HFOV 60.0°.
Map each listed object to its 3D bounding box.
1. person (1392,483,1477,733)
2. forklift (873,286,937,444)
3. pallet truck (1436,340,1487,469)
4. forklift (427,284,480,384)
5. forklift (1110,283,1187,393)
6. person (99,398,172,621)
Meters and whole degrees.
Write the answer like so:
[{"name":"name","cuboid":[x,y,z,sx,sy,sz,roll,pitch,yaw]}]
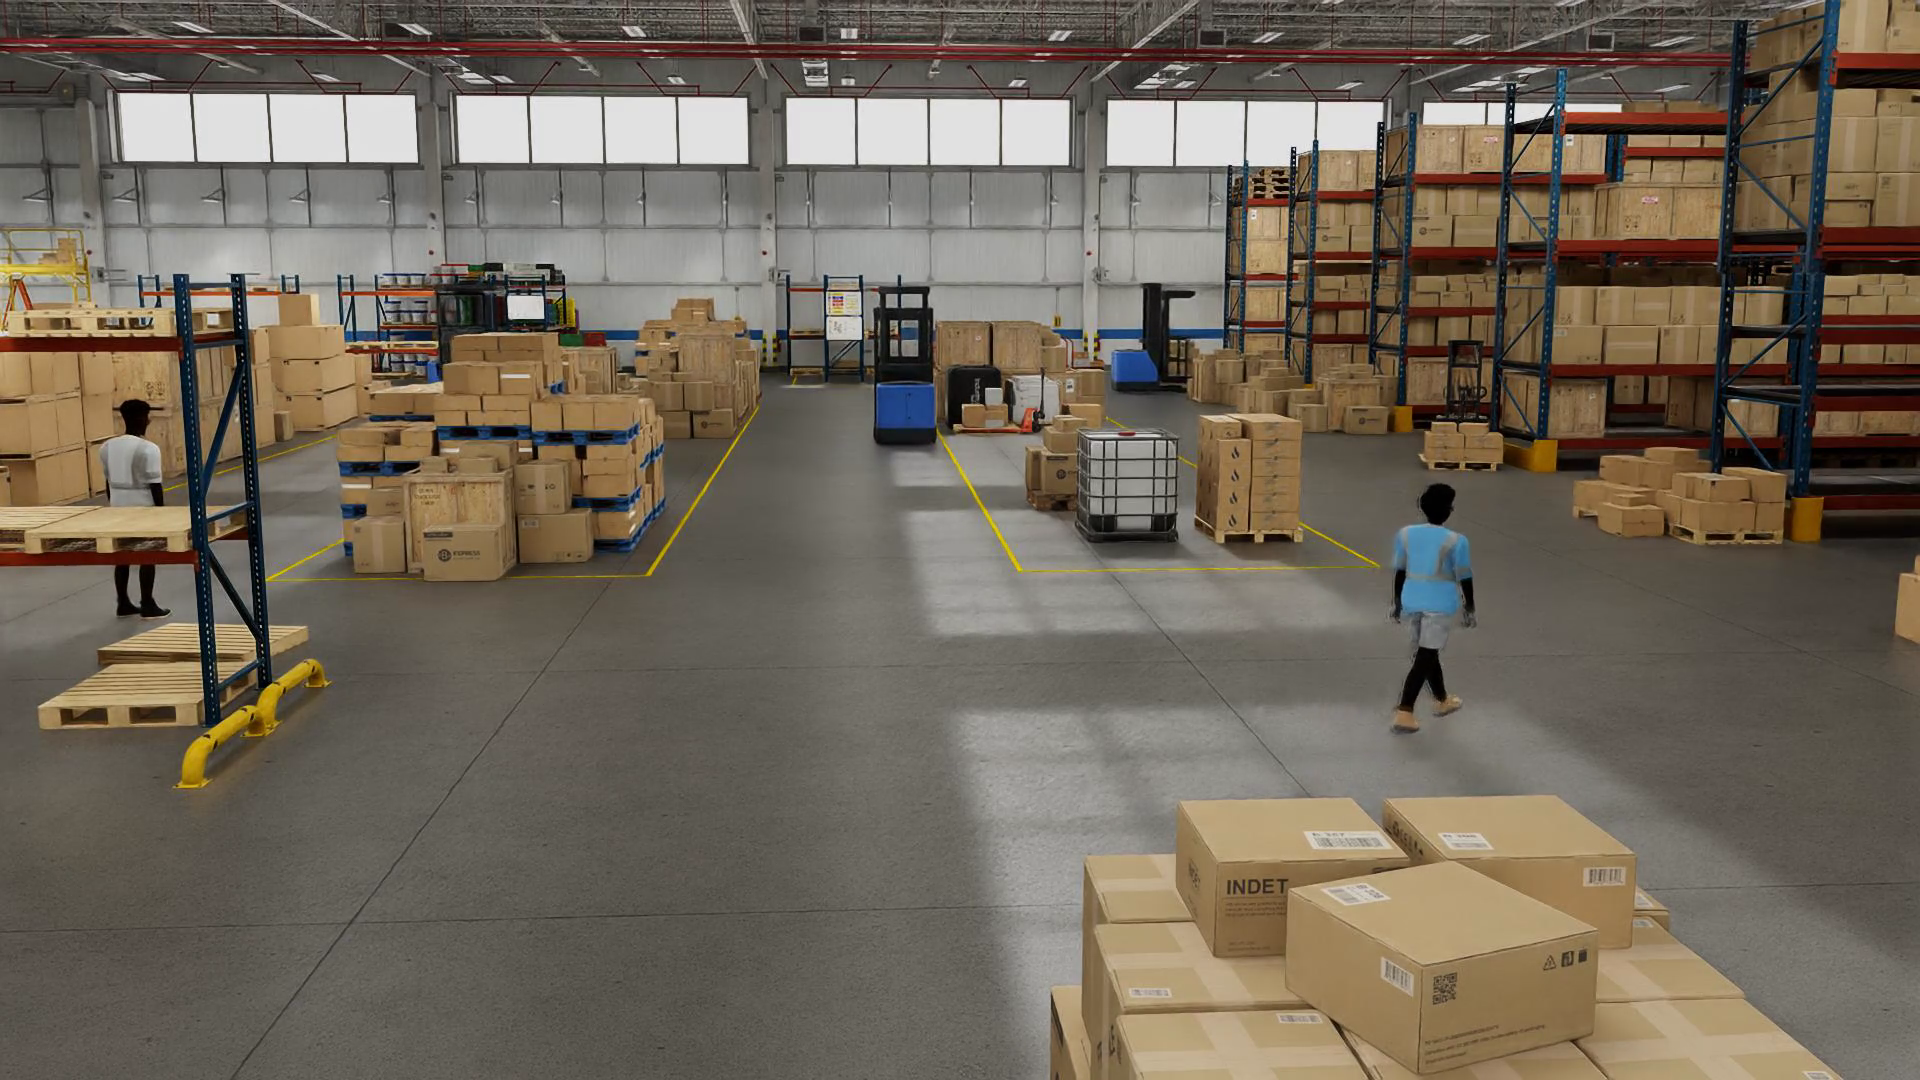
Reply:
[{"name":"person","cuboid":[3.160,0.442,11.105,0.887,1.646,0.545,-7,12,-39]},{"name":"forklift","cuboid":[-1.009,-3.204,30.151,1.129,2.768,1.873,-1,9,-4]},{"name":"pallet truck","cuboid":[8.004,-2.170,26.422,0.823,1.965,1.885,2,9,14]},{"name":"forklift","cuboid":[-11.146,-4.298,37.019,1.129,2.768,1.873,-6,11,-31]},{"name":"forklift","cuboid":[4.861,-5.178,42.540,1.873,2.768,1.129,-1,9,-4]},{"name":"person","cuboid":[-7.228,-0.265,14.605,0.607,1.957,0.378,3,9,16]}]
